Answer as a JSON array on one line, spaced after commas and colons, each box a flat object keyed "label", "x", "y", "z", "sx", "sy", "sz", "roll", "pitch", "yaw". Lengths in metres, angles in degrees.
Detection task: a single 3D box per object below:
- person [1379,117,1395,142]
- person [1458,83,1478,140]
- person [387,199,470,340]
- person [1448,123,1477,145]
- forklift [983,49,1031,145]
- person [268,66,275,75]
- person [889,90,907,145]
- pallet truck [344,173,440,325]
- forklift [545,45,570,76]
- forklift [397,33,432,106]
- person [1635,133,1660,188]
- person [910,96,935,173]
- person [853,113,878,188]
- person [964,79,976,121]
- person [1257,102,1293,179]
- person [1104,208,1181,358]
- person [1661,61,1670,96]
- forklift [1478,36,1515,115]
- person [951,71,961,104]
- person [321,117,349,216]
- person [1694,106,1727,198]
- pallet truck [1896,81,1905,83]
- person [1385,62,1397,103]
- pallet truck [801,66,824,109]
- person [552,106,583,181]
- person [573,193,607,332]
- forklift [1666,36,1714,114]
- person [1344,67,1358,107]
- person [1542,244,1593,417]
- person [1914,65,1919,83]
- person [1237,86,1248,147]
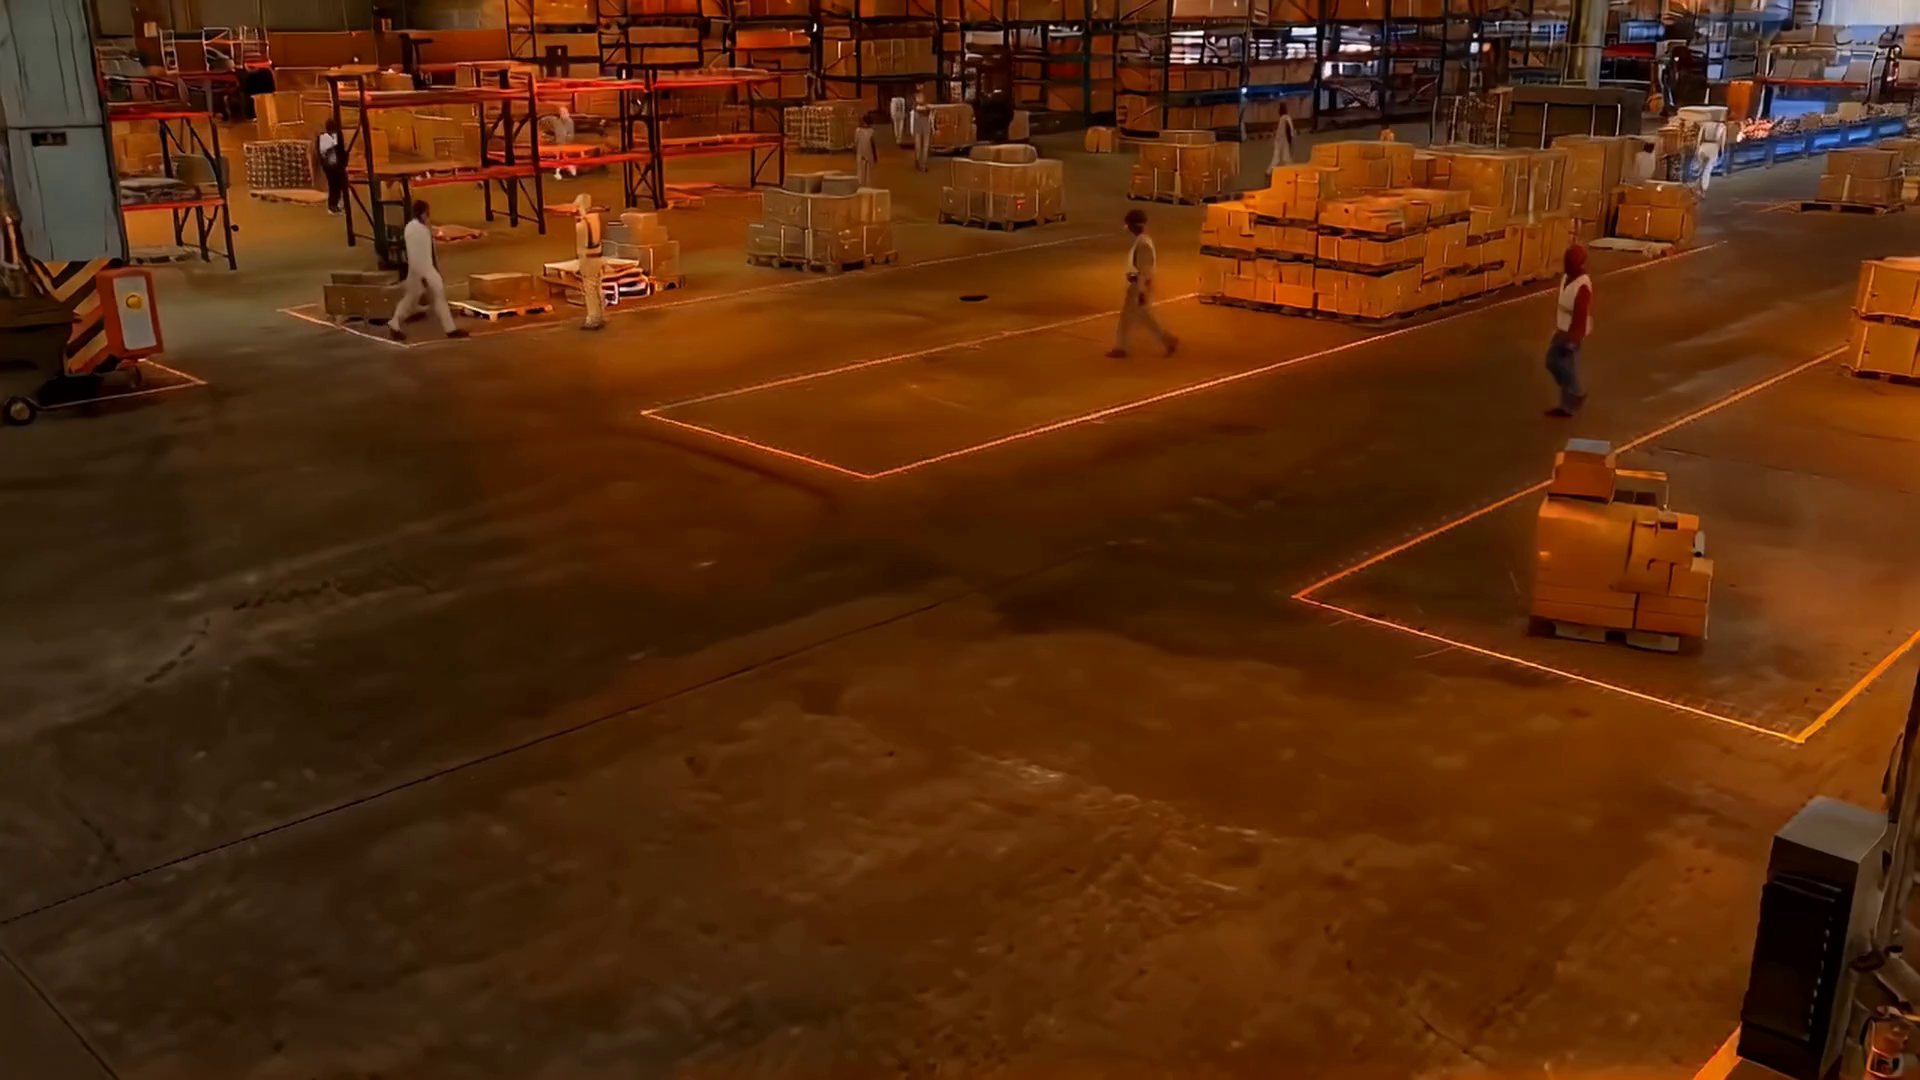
[{"label": "person", "x": 9.884, "y": -8.966, "z": 38.643, "sx": 0.537, "sy": 1.695, "sz": 0.320, "roll": -17, "pitch": 25, "yaw": -41}, {"label": "person", "x": 14.893, "y": -12.436, "z": 48.806, "sx": 0.652, "sy": 1.892, "sz": 0.424, "roll": 14, "pitch": 23, "yaw": 37}, {"label": "person", "x": -7.231, "y": -3.608, "z": 22.235, "sx": 1.071, "sy": 1.881, "sz": 0.653, "roll": -2, "pitch": 18, "yaw": -5}, {"label": "person", "x": 10.043, "y": -7.367, "z": 33.404, "sx": 0.608, "sy": 1.966, "sz": 0.370, "roll": 6, "pitch": 19, "yaw": 17}, {"label": "forklift", "x": 1.128, "y": -12.909, "z": 48.675, "sx": 1.129, "sy": 2.768, "sz": 1.873, "roll": 17, "pitch": 25, "yaw": 41}, {"label": "person", "x": -24.347, "y": -15.840, "z": 59.066, "sx": 1.006, "sy": 1.876, "sz": 0.561, "roll": -10, "pitch": 21, "yaw": -28}, {"label": "person", "x": -1.868, "y": -12.767, "z": 50.256, "sx": 0.516, "sy": 1.596, "sz": 0.850, "roll": 2, "pitch": 18, "yaw": 5}, {"label": "pallet truck", "x": -8.209, "y": -4.181, "z": 23.757, "sx": 0.823, "sy": 1.965, "sz": 1.885, "roll": 3, "pitch": 19, "yaw": 9}, {"label": "forklift", "x": -12.476, "y": -14.003, "z": 51.971, "sx": 1.873, "sy": 2.768, "sz": 1.129, "roll": 6, "pitch": 19, "yaw": 17}, {"label": "forklift", "x": -21.918, "y": -18.662, "z": 66.006, "sx": 1.873, "sy": 2.768, "sz": 1.129, "roll": -5, "pitch": 19, "yaw": -14}, {"label": "person", "x": 13.037, "y": -6.766, "z": 31.668, "sx": 0.571, "sy": 1.920, "sz": 0.427, "roll": -14, "pitch": 23, "yaw": -36}, {"label": "person", "x": -0.964, "y": -10.390, "z": 42.577, "sx": 0.644, "sy": 1.927, "sz": 0.635, "roll": -4, "pitch": 19, "yaw": -11}, {"label": "person", "x": -2.146, "y": -8.759, "z": 37.795, "sx": 0.563, "sy": 1.836, "sz": 0.844, "roll": 0, "pitch": 18, "yaw": -1}, {"label": "person", "x": 0.370, "y": -13.104, "z": 50.831, "sx": 1.042, "sy": 1.873, "sz": 0.640, "roll": -1, "pitch": 18, "yaw": -4}, {"label": "person", "x": 7.778, "y": -9.708, "z": 40.590, "sx": 0.979, "sy": 1.871, "sz": 0.619, "roll": 4, "pitch": 19, "yaw": 13}, {"label": "person", "x": 2.346, "y": -3.244, "z": 21.071, "sx": 0.899, "sy": 1.923, "sz": 0.604, "roll": 3, "pitch": 19, "yaw": 10}, {"label": "person", "x": 29.995, "y": -19.660, "z": 70.771, "sx": 0.324, "sy": 1.760, "sz": 0.523, "roll": -3, "pitch": 19, "yaw": -8}, {"label": "forklift", "x": 19.973, "y": -17.201, "z": 61.605, "sx": 1.873, "sy": 2.768, "sz": 1.129, "roll": 16, "pitch": 24, "yaw": 40}, {"label": "person", "x": -0.108, "y": -14.595, "z": 55.244, "sx": 0.542, "sy": 1.928, "sz": 0.374, "roll": 17, "pitch": 25, "yaw": 42}, {"label": "person", "x": -12.965, "y": -7.785, "z": 34.550, "sx": 0.558, "sy": 2.000, "sz": 0.870, "roll": -4, "pitch": 19, "yaw": -13}, {"label": "person", "x": 16.883, "y": -8.729, "z": 37.435, "sx": 0.609, "sy": 2.009, "sz": 0.591, "roll": 14, "pitch": 23, "yaw": 36}, {"label": "pallet truck", "x": 34.802, "y": -16.331, "z": 61.455, "sx": 0.653, "sy": 1.274, "sz": 1.630, "roll": 17, "pitch": 25, "yaw": 41}, {"label": "person", "x": 15.746, "y": -16.663, "z": 61.400, "sx": 0.723, "sy": 1.976, "sz": 0.639, "roll": 5, "pitch": 19, "yaw": 14}, {"label": "pallet truck", "x": -4.812, "y": -15.182, "z": 56.903, "sx": 0.823, "sy": 1.965, "sz": 1.885, "roll": -9, "pitch": 21, "yaw": -26}, {"label": "person", "x": -9.704, "y": -9.733, "z": 40.801, "sx": 0.920, "sy": 1.803, "sz": 0.615, "roll": 7, "pitch": 20, "yaw": 21}, {"label": "person", "x": -5.081, "y": -3.802, "z": 22.791, "sx": 0.354, "sy": 1.887, "sz": 0.572, "roll": 5, "pitch": 19, "yaw": 15}, {"label": "forklift", "x": 27.341, "y": -17.291, "z": 61.877, "sx": 1.129, "sy": 2.768, "sz": 1.873, "roll": 17, "pitch": 25, "yaw": 41}, {"label": "person", "x": 15.265, "y": -17.654, "z": 64.930, "sx": 0.512, "sy": 1.617, "sz": 0.466, "roll": -6, "pitch": 19, "yaw": -16}, {"label": "person", "x": 6.649, "y": -2.275, "z": 18.156, "sx": 0.448, "sy": 1.905, "sz": 0.626, "roll": 1, "pitch": 18, "yaw": 4}, {"label": "person", "x": 39.428, "y": -18.874, "z": 68.244, "sx": 0.655, "sy": 1.863, "sz": 0.964, "roll": -9, "pitch": 20, "yaw": -26}, {"label": "person", "x": 8.396, "y": -12.631, "z": 49.594, "sx": 0.343, "sy": 1.756, "sz": 0.518, "roll": 10, "pitch": 21, "yaw": 27}]
